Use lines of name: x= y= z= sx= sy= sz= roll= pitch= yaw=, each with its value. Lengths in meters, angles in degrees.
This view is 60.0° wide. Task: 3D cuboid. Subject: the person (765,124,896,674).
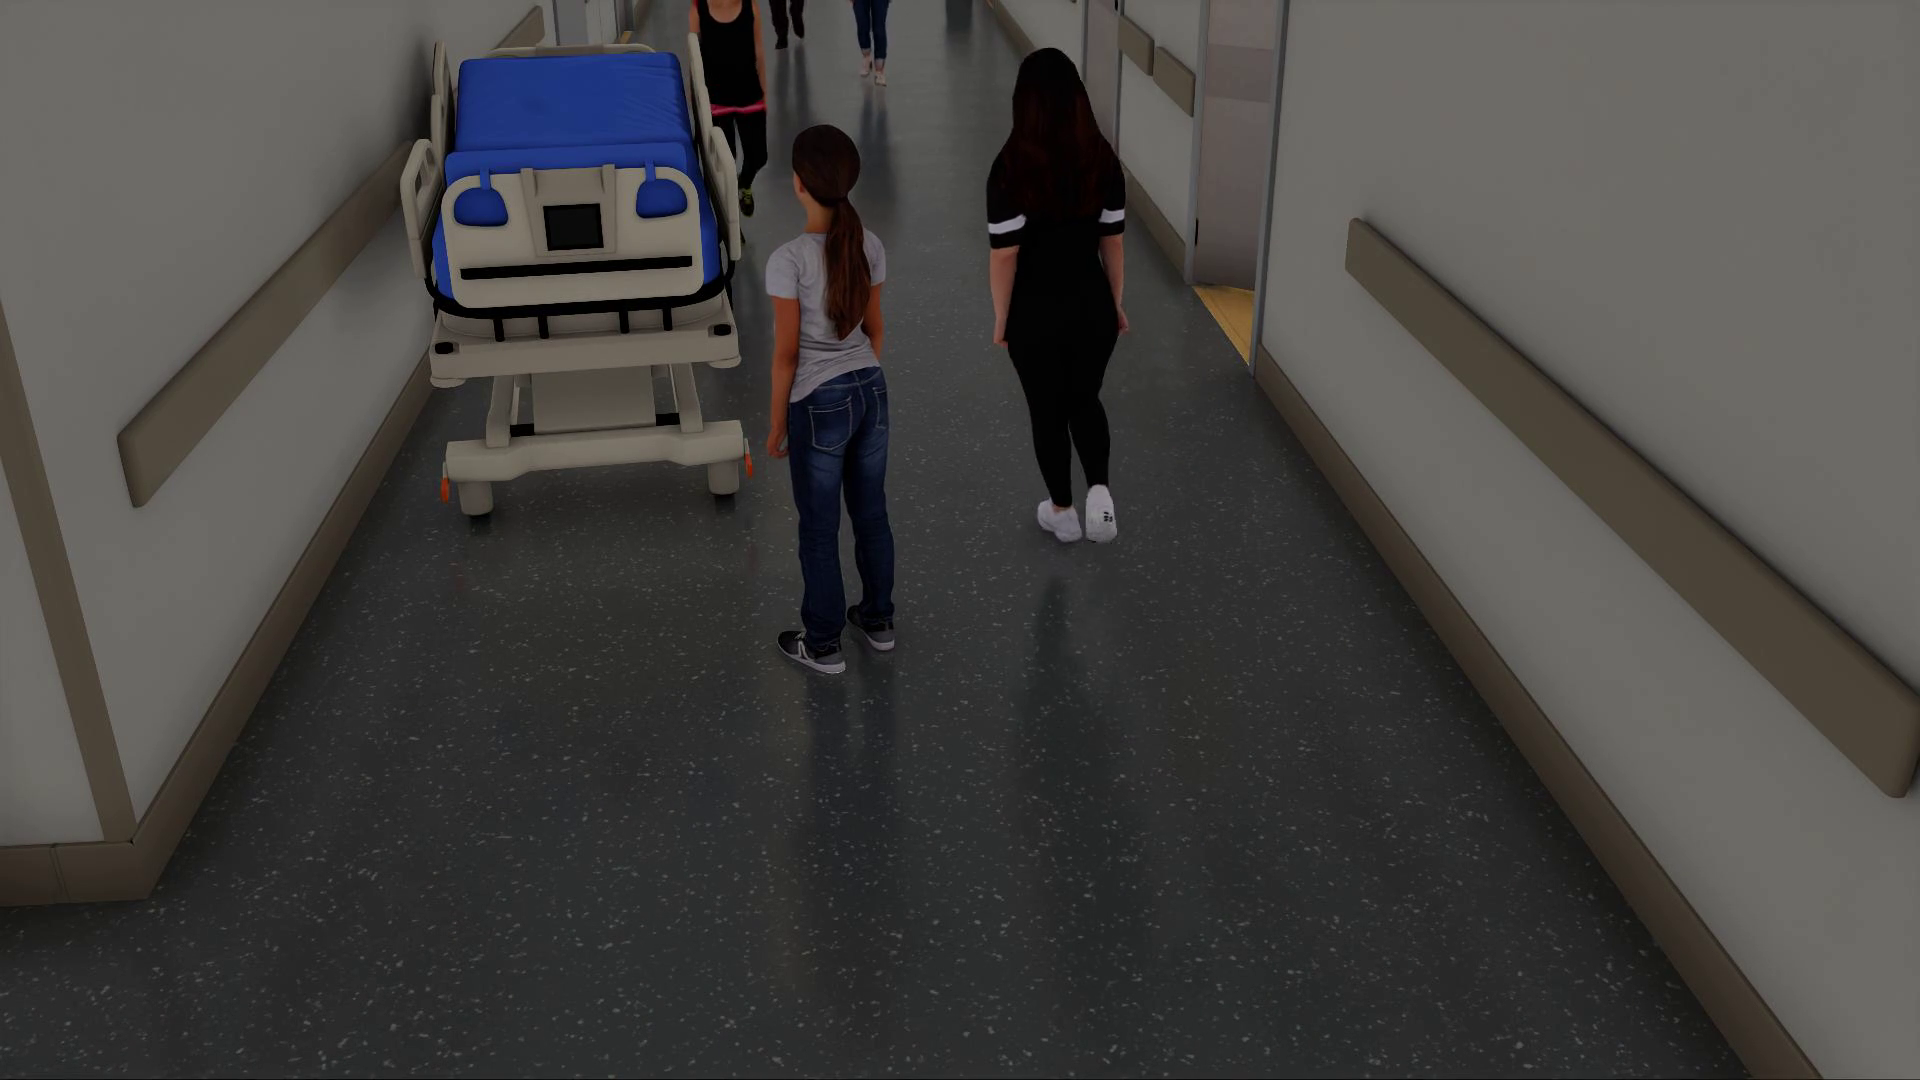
person: x=-0.354 y=-0.383 z=4.657 sx=0.602 sy=1.563 sz=0.685 roll=-19 pitch=32 yaw=-34

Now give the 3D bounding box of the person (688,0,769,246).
person: x=-1.227 y=-2.355 z=8.776 sx=0.771 sy=1.537 sz=0.684 roll=-7 pitch=27 yaw=-14

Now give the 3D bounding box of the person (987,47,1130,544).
person: x=0.329 y=-0.681 z=5.207 sx=0.810 sy=1.621 sz=0.772 roll=-6 pitch=26 yaw=-11

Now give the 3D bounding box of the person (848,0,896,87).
person: x=-0.696 y=-4.279 z=12.861 sx=0.920 sy=1.454 sz=0.668 roll=0 pitch=26 yaw=0
